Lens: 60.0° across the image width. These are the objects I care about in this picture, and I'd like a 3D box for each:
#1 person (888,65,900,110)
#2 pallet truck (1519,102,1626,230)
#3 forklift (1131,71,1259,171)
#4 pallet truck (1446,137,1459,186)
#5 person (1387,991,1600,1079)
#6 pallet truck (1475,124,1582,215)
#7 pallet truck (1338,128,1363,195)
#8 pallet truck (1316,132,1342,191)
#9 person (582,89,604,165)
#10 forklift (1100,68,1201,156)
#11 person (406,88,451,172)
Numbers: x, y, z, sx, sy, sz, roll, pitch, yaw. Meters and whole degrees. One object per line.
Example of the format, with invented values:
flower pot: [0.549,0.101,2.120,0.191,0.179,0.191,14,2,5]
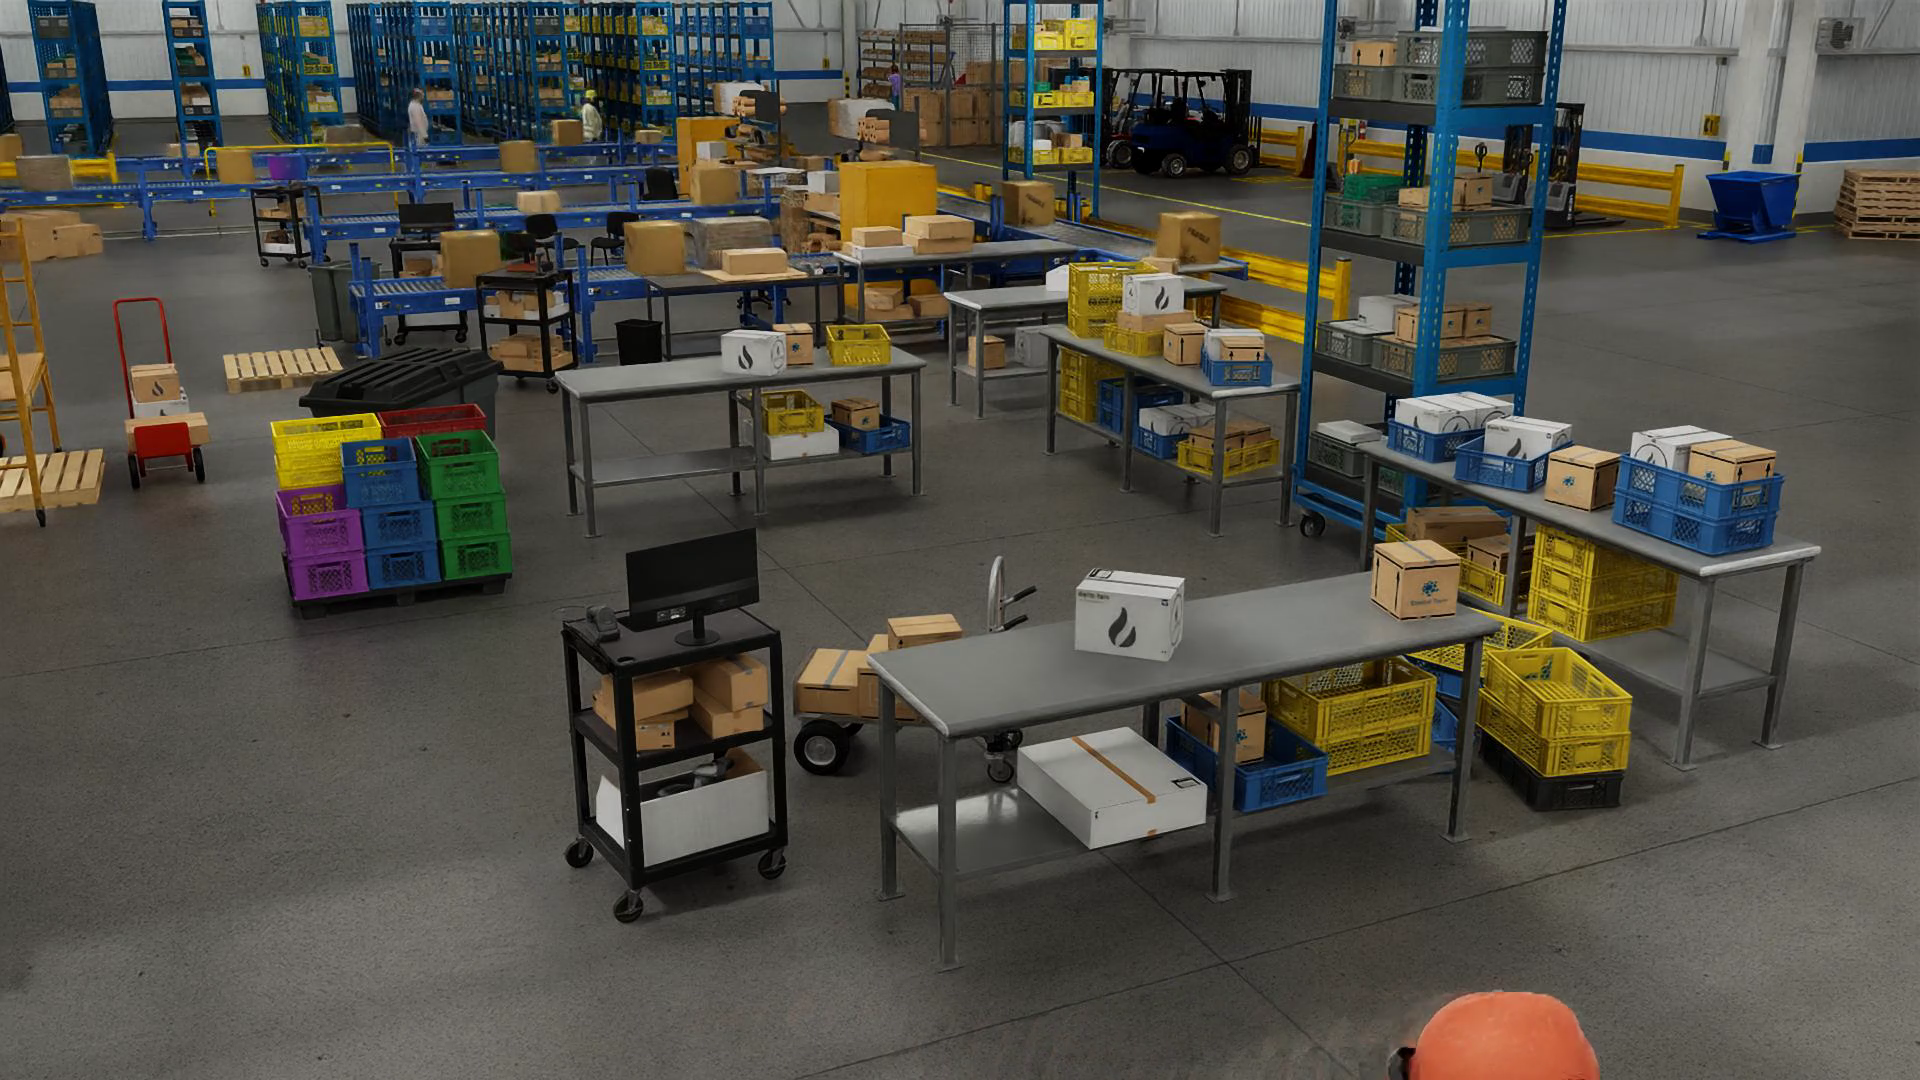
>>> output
person: [-1.943,-13.405,50.242,0.390,1.846,0.565,17,24,42]
pallet truck: [9.972,-6.037,26.785,1.885,1.965,0.823,-9,20,-25]
forklift: [4.998,-8.936,35.413,2.680,1.987,1.157,-9,20,-25]
pallet truck: [9.184,-6.485,29.328,1.630,1.274,0.653,-8,19,-23]
person: [0.739,1.607,2.661,0.458,2.023,0.633,0,18,-1]
pallet truck: [9.707,-6.455,28.103,1.885,1.965,0.823,-7,19,-20]
pallet truck: [7.845,-7.140,31.411,1.522,1.261,0.704,-9,20,-25]
pallet truck: [7.723,-7.504,32.656,1.601,1.201,0.680,-8,19,-23]
person: [-7.700,-8.542,34.960,0.423,1.818,0.606,-8,19,-24]
forklift: [4.082,-9.564,37.410,2.680,1.987,1.157,-8,19,-23]
person: [-11.189,-8.470,34.680,0.988,1.854,0.669,-6,18,-17]
